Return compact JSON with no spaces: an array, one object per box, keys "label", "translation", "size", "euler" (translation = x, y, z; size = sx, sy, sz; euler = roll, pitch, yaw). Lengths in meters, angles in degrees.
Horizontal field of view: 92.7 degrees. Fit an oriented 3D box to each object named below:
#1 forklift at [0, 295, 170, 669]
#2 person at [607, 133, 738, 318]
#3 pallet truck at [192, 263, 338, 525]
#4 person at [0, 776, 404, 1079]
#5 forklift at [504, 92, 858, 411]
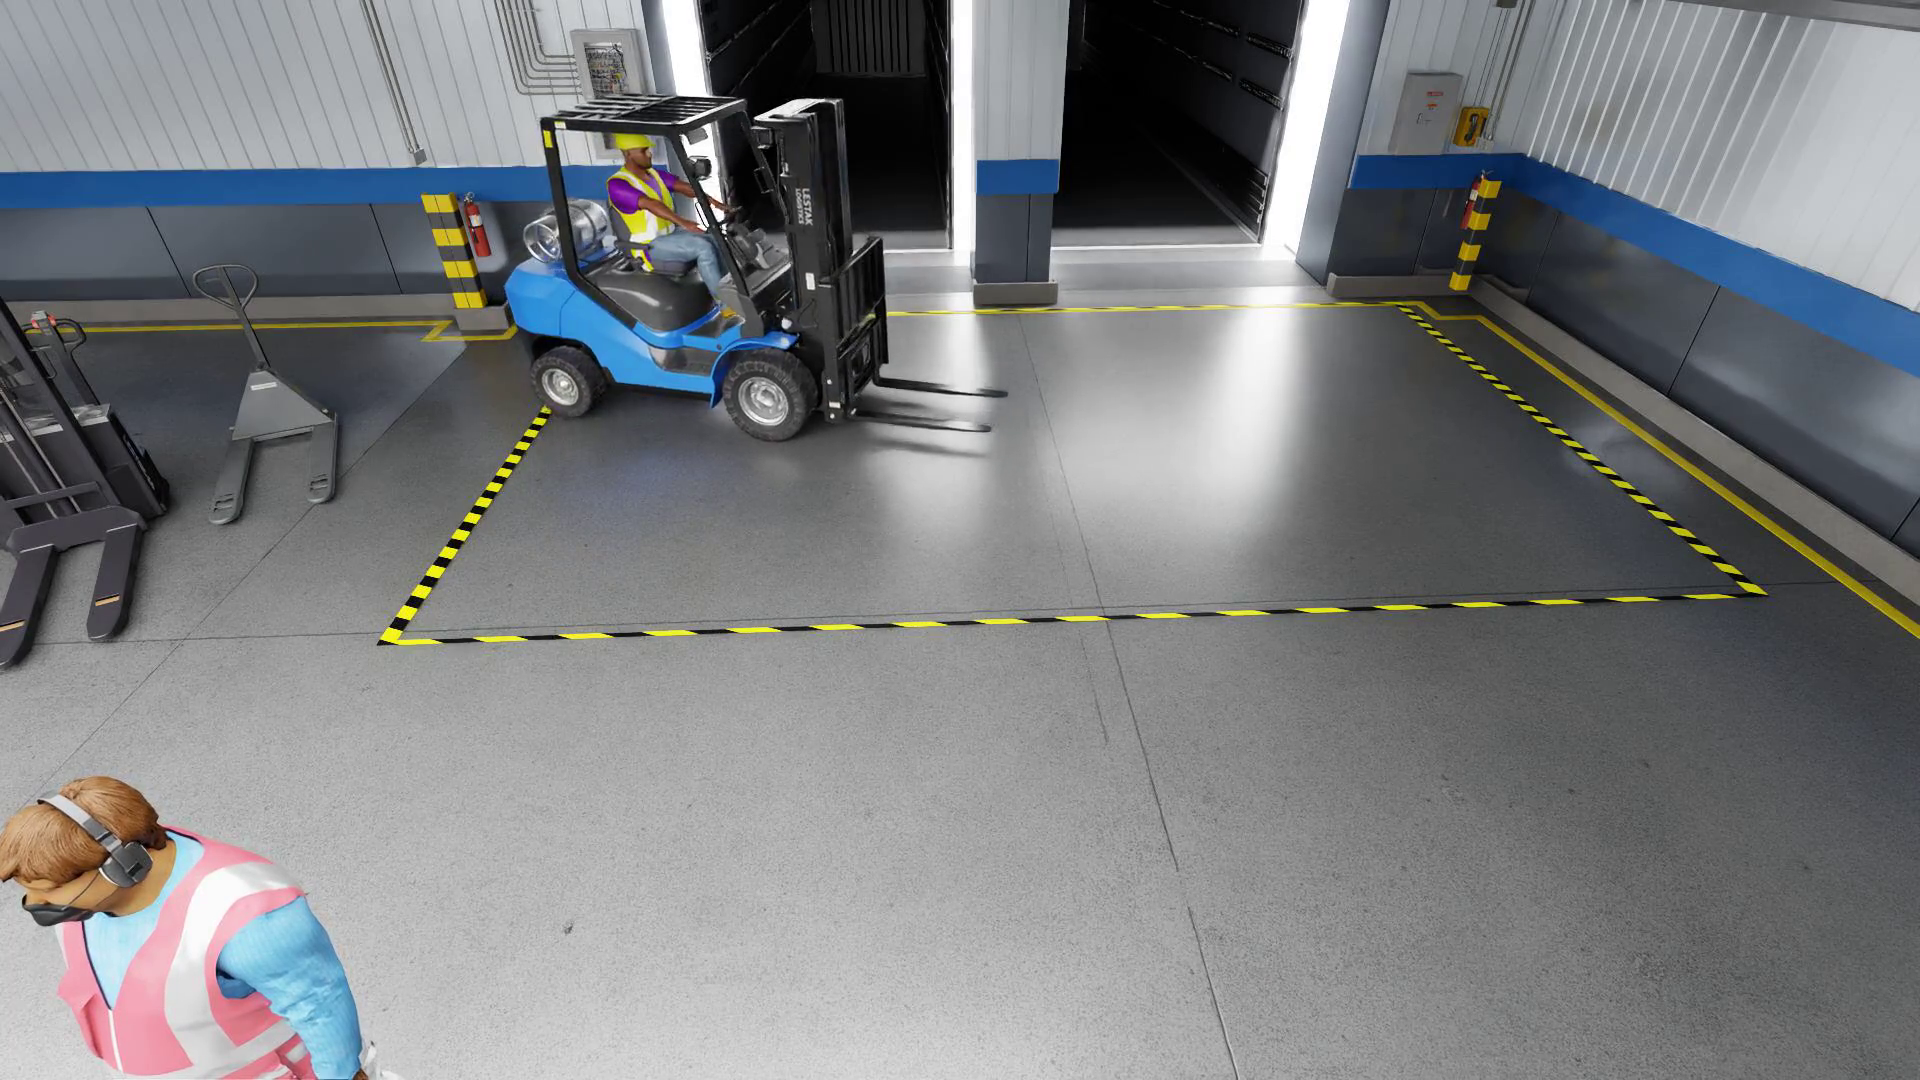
[{"label":"forklift","translation":[-5.212,-0.618,4.878],"size":[0.823,1.965,1.885],"euler":[-20,39,-26]},{"label":"person","translation":[-1.963,-2.276,6.621],"size":[1.004,1.294,0.630],"euler":[8,36,12]},{"label":"pallet truck","translation":[-4.778,-1.027,6.128],"size":[0.680,1.201,1.601],"euler":[-17,38,-23]},{"label":"person","translation":[-1.771,1.265,2.307],"size":[0.625,1.843,0.429],"euler":[9,36,13]},{"label":"forklift","translation":[-2.019,-2.136,6.749],"size":[2.680,2.036,1.157],"euler":[8,36,12]}]
